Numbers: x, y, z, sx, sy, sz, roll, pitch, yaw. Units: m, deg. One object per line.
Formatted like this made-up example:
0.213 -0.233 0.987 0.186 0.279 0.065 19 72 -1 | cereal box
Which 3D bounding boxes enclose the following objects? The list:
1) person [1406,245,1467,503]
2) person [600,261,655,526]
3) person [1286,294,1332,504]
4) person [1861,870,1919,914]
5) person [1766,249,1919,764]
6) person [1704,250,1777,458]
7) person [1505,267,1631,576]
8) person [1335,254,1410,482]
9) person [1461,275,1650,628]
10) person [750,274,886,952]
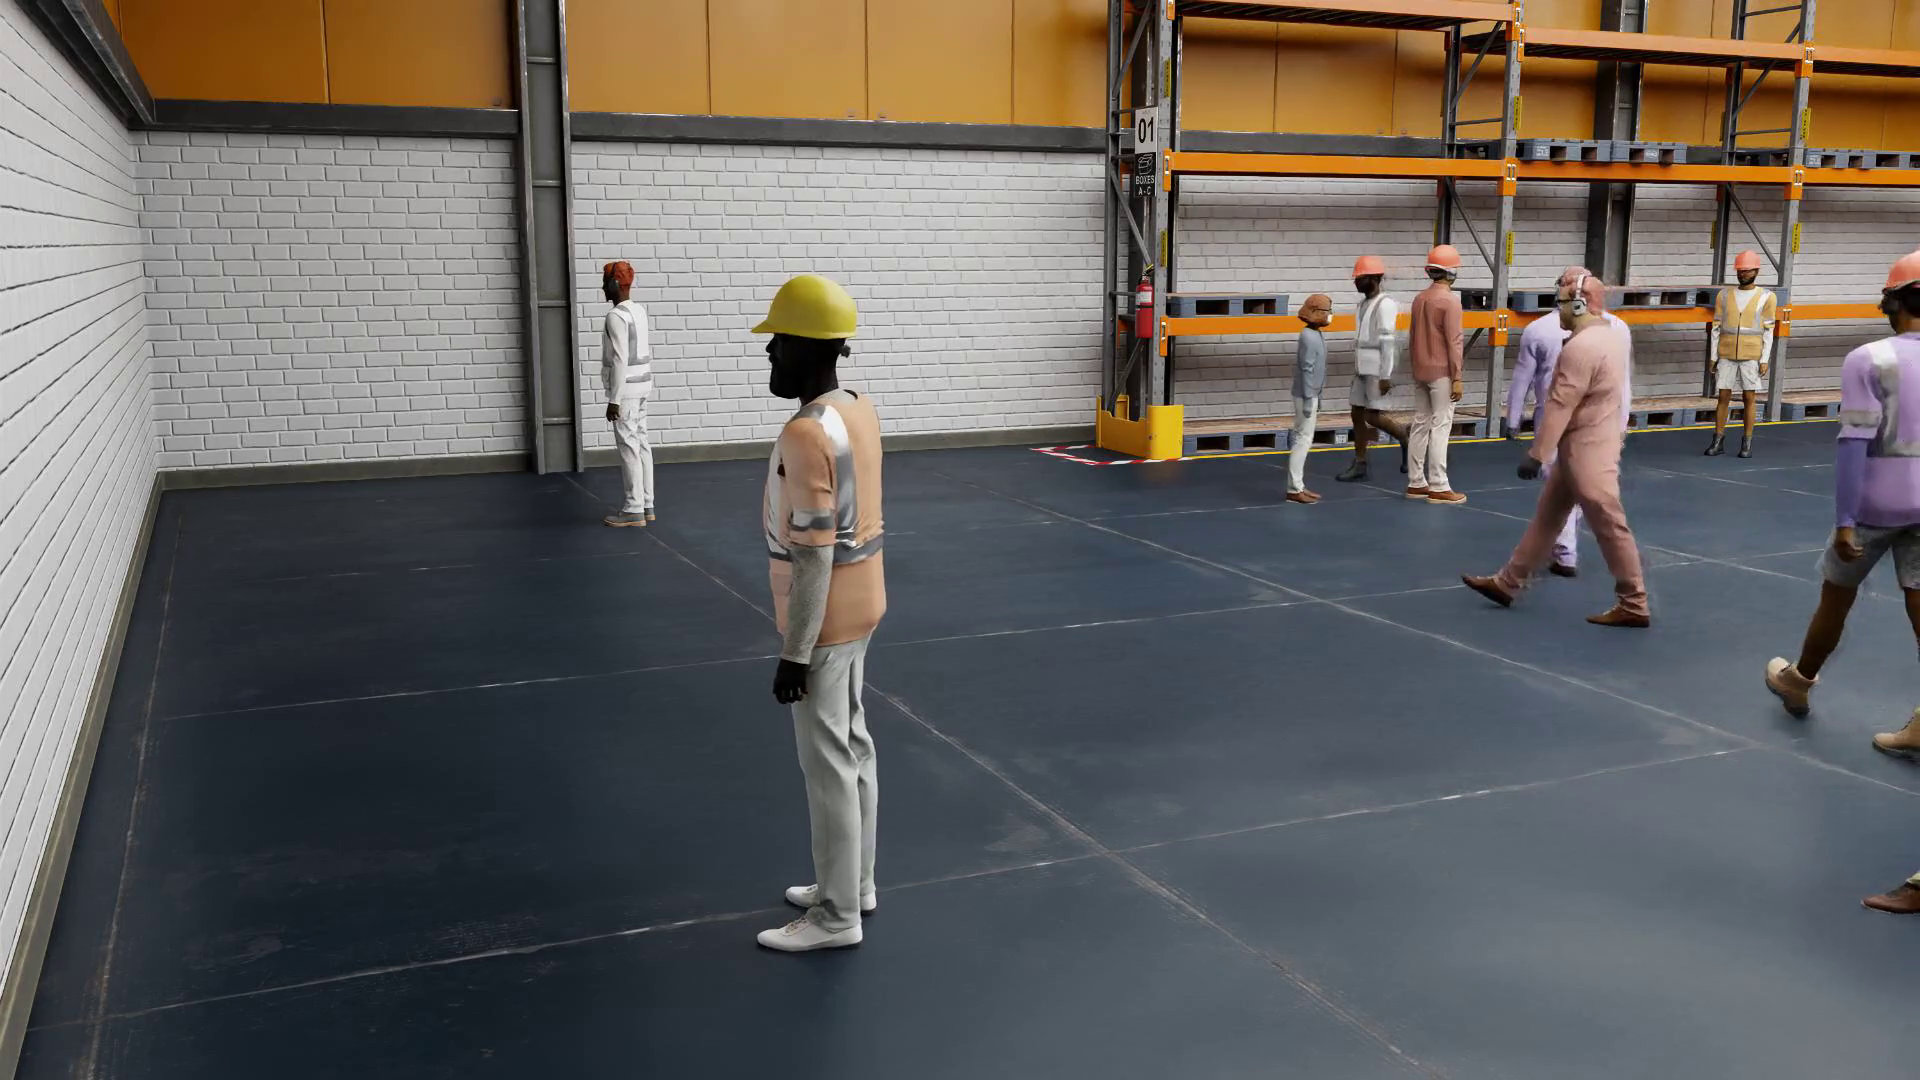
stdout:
3.716 -1.284 12.934 0.374 1.997 0.614 -3 11 -18 | person
-2.380 -1.037 11.872 0.337 1.882 0.585 1 10 8 | person
2.718 -1.099 12.953 0.290 1.621 0.501 3 10 14 | person
3.133 0.342 4.947 0.686 1.614 0.510 1 10 6 | person
3.730 -0.158 6.686 0.627 1.981 1.040 0 10 -3 | person
7.334 -1.741 15.636 0.545 1.942 0.349 8 13 36 | person
3.737 -0.752 10.333 0.681 1.856 0.967 1 10 3 | person
3.534 -1.434 13.983 0.653 1.920 0.566 -3 11 -15 | person
3.235 -0.475 8.865 1.032 1.842 0.640 5 11 27 | person
-0.400 0.216 4.764 0.357 1.930 0.591 2 10 10 | person
